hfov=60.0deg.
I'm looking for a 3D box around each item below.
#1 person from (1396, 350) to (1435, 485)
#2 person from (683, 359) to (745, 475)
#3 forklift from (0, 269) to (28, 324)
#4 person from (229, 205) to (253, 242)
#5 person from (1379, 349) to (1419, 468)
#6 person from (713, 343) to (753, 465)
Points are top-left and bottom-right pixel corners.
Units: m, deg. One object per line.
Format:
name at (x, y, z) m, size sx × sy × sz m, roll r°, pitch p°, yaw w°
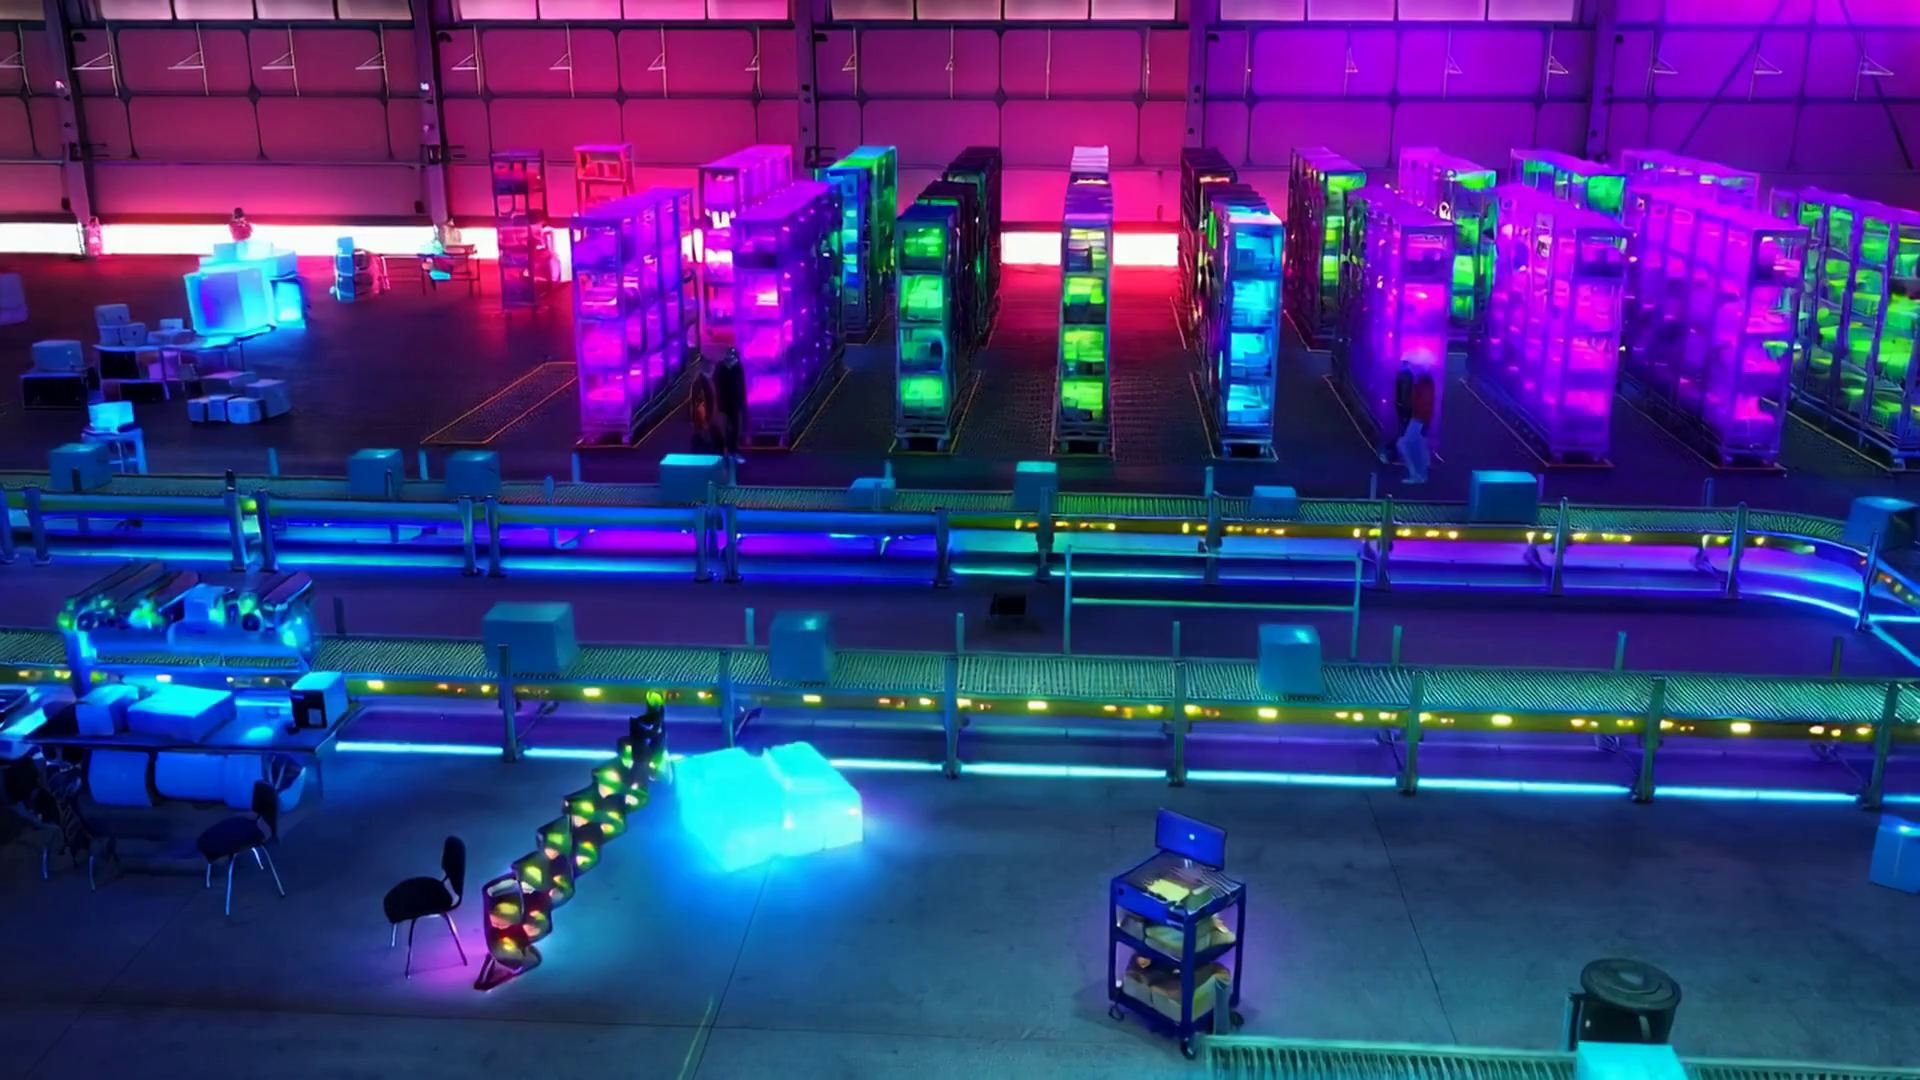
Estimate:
person at (6.516, -1.740, 23.841) m, size 0.584 × 1.974 × 0.659 m, roll 5°, pitch 18°, yaw 16°
person at (-3.678, -1.755, 24.207) m, size 1.008 × 1.779 × 0.583 m, roll 1°, pitch 18°, yaw 5°
forklift at (-21.481, -6.069, 36.103) m, size 1.129 × 2.768 × 1.873 m, roll 1°, pitch 18°, yaw 4°
person at (-18.212, -7.524, 42.263) m, size 0.357 × 1.938 × 0.545 m, roll 15°, pitch 23°, yaw 40°
person at (6.603, -1.941, 24.739) m, size 0.510 × 1.820 × 0.596 m, roll 3°, pitch 18°, yaw 10°
person at (-3.393, -2.029, 24.914) m, size 0.431 × 1.881 × 0.670 m, roll 11°, pitch 21°, yaw 32°
